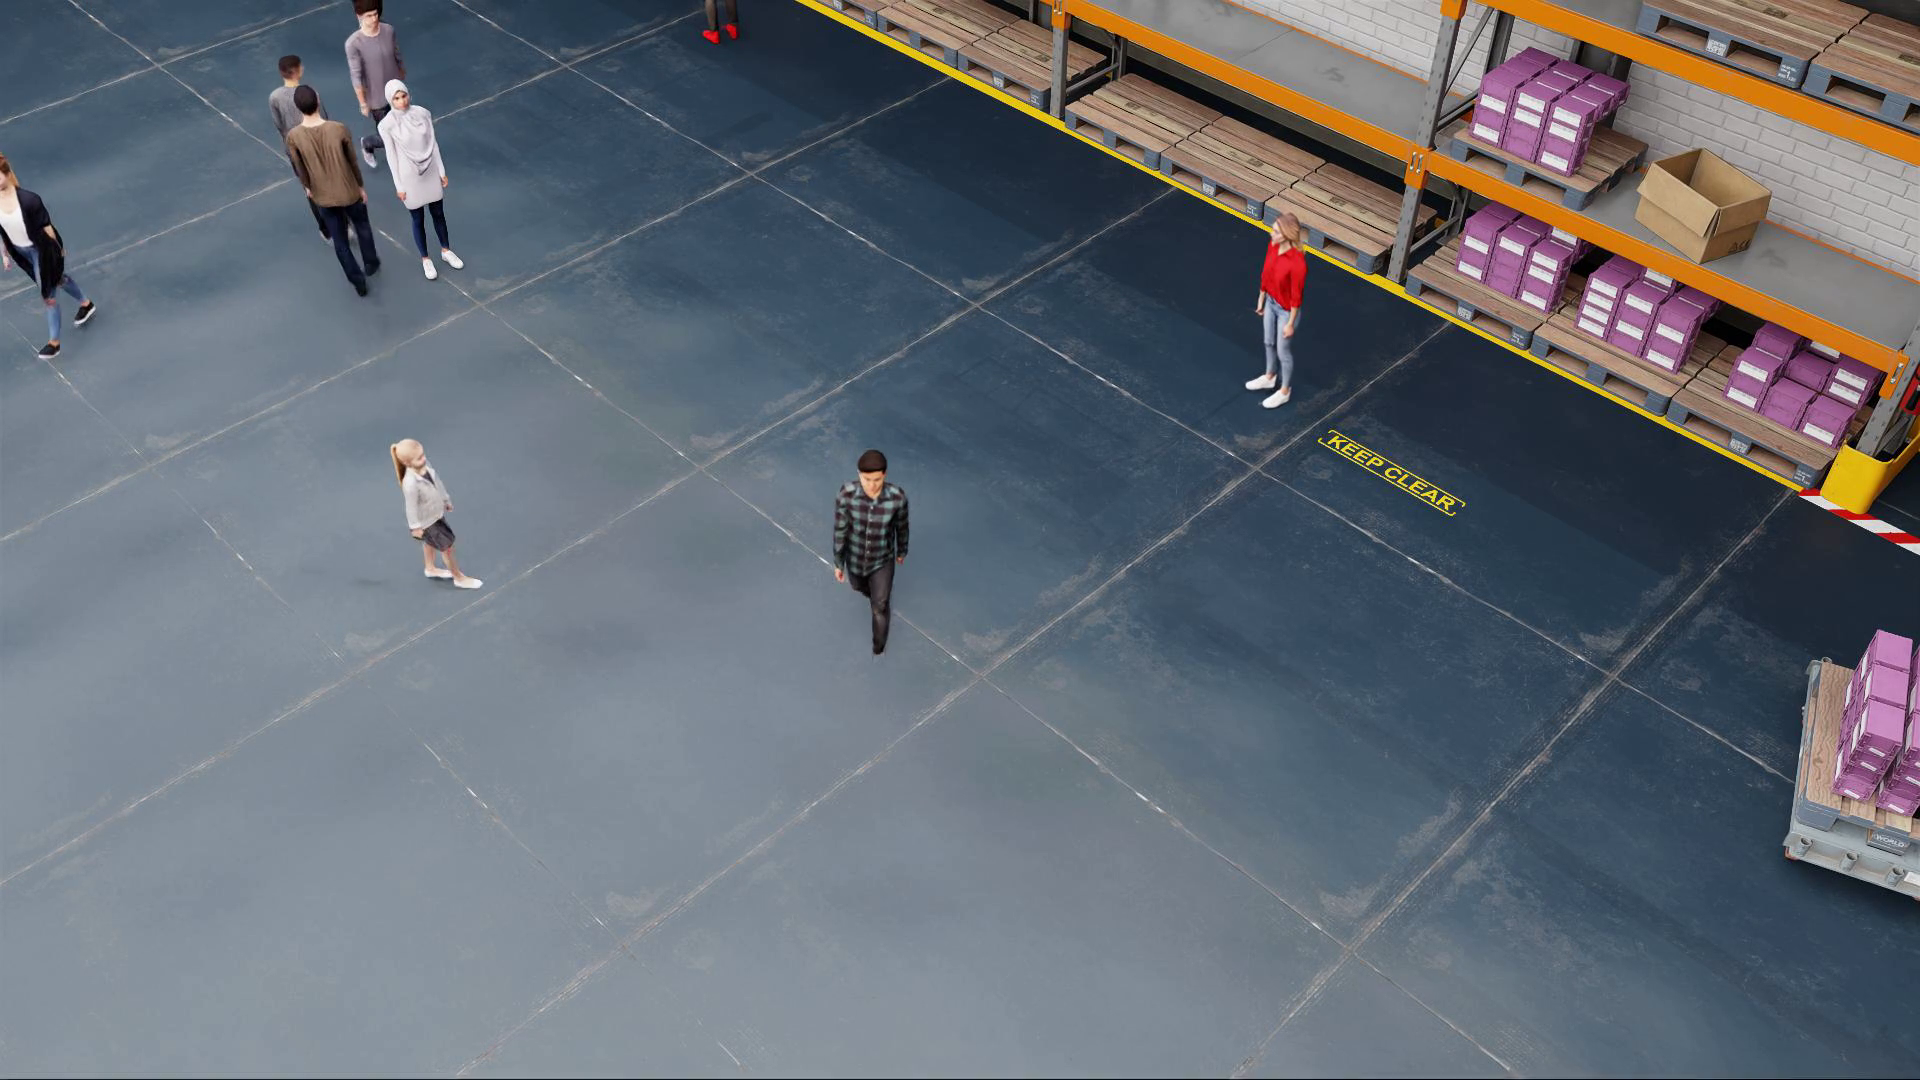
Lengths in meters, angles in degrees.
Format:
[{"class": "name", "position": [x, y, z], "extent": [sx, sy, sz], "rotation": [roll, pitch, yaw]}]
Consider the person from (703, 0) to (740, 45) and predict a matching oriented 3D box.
[{"class": "person", "position": [-2.545, -6.021, 17.129], "extent": [0.700, 1.804, 0.614], "rotation": [-22, 48, -22]}]

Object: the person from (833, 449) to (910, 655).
[{"class": "person", "position": [-0.608, 0.034, 11.045], "extent": [1.109, 1.694, 1.092], "rotation": [5, 44, 5]}]

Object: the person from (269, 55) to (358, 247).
[{"class": "person", "position": [-5.566, -3.292, 14.302], "extent": [0.745, 1.753, 0.800], "rotation": [-10, 45, -11]}]

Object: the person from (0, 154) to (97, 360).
[{"class": "person", "position": [-7.400, -2.369, 13.419], "extent": [1.113, 1.636, 1.100], "rotation": [5, 44, 5]}]

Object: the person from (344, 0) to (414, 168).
[{"class": "person", "position": [-5.241, -4.058, 15.051], "extent": [0.964, 1.829, 0.730], "rotation": [30, 51, 28]}]

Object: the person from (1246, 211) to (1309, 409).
[{"class": "person", "position": [2.472, -1.769, 12.744], "extent": [0.753, 1.697, 0.608], "rotation": [-19, 47, -19]}]

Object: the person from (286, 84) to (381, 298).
[{"class": "person", "position": [-5.151, -2.830, 13.729], "extent": [0.818, 1.874, 0.895], "rotation": [-13, 45, -13]}]

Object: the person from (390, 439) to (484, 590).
[{"class": "person", "position": [-3.709, -0.184, 11.396], "extent": [0.800, 1.262, 0.728], "rotation": [4, 44, 4]}]

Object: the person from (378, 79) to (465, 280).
[{"class": "person", "position": [-4.571, -3.060, 14.042], "extent": [0.628, 1.776, 0.550], "rotation": [-29, 51, -27]}]
